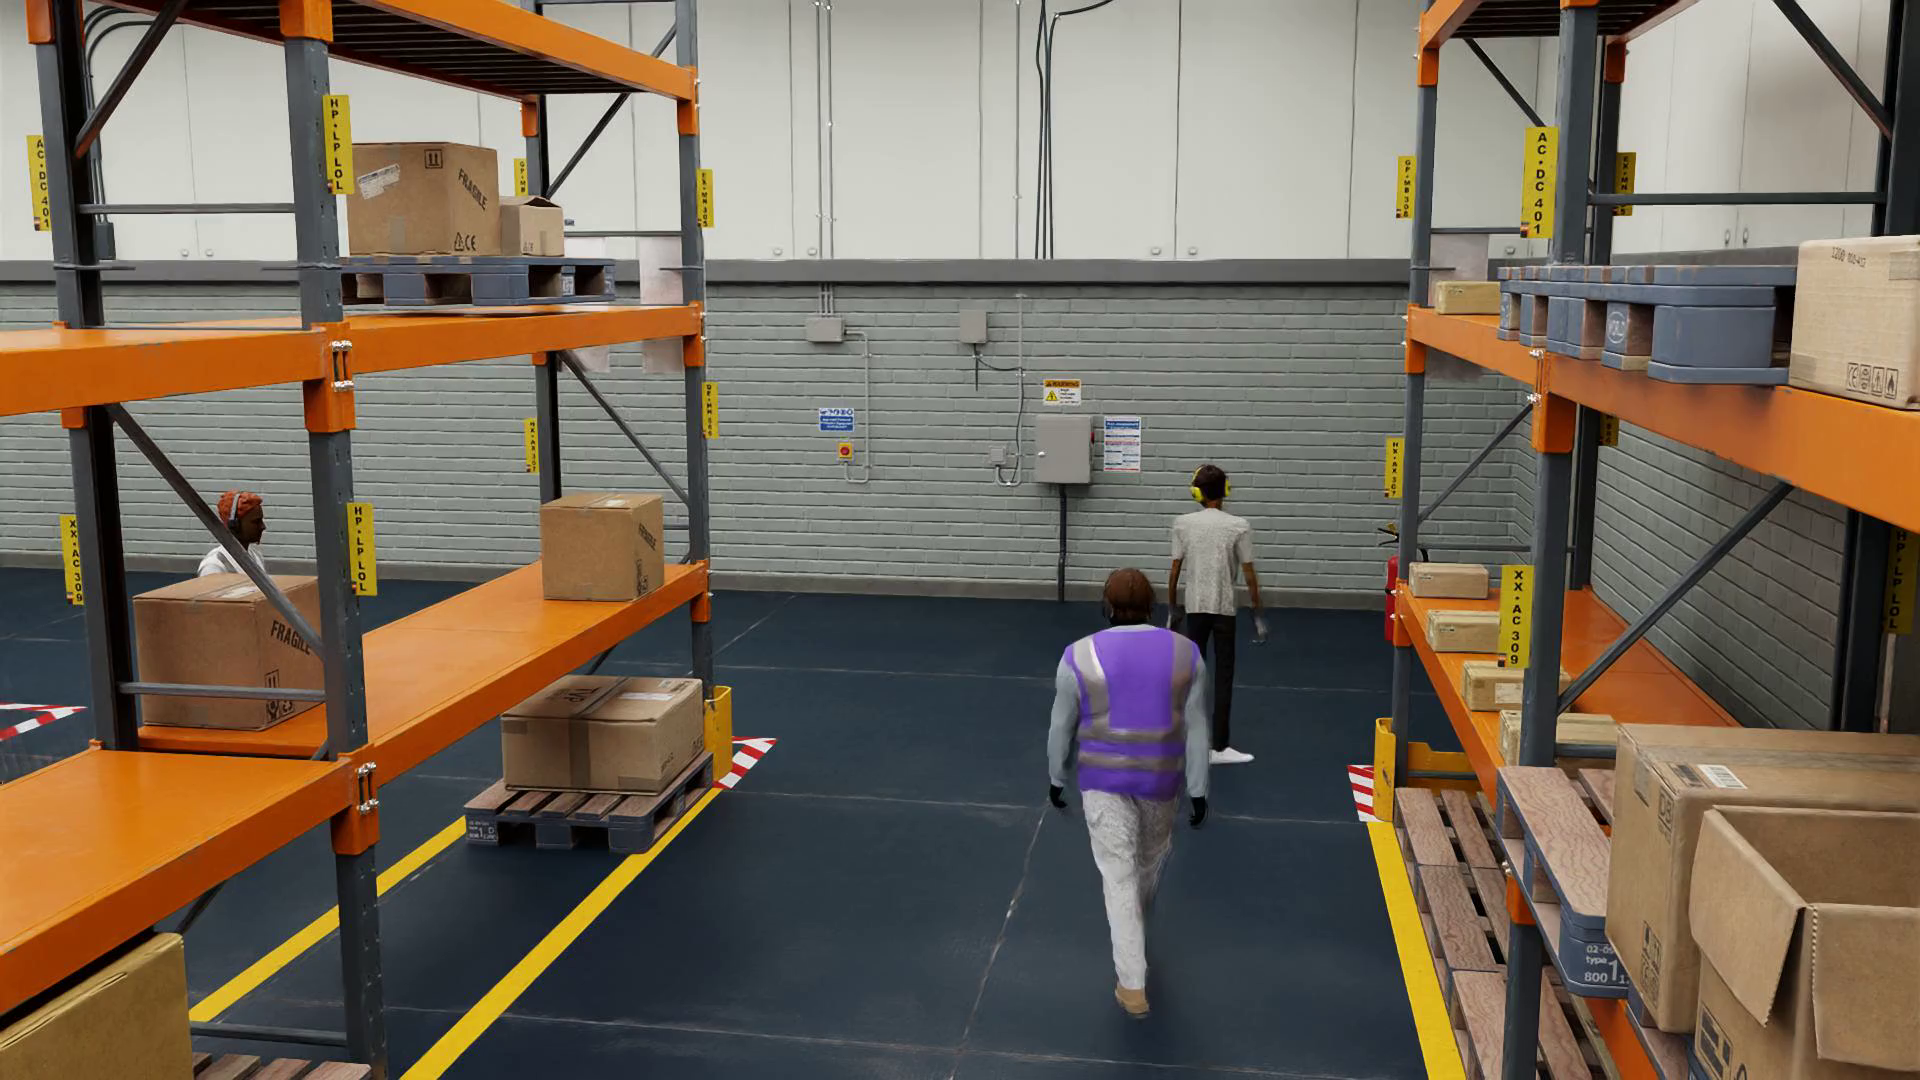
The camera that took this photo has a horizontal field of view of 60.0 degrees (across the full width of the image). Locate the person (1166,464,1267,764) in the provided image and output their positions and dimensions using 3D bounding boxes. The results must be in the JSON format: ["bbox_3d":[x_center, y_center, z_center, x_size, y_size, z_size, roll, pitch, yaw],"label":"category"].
[{"bbox_3d":[1.579,0.461,10.251,0.600,1.853,0.369,4,10,24],"label":"person"}]

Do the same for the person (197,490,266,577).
[{"bbox_3d":[-3.822,0.669,8.873,0.358,1.880,0.575,0,9,0],"label":"person"}]

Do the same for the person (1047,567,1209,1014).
[{"bbox_3d":[0.691,1.003,7.070,0.650,1.785,1.002,-1,9,-5],"label":"person"}]
